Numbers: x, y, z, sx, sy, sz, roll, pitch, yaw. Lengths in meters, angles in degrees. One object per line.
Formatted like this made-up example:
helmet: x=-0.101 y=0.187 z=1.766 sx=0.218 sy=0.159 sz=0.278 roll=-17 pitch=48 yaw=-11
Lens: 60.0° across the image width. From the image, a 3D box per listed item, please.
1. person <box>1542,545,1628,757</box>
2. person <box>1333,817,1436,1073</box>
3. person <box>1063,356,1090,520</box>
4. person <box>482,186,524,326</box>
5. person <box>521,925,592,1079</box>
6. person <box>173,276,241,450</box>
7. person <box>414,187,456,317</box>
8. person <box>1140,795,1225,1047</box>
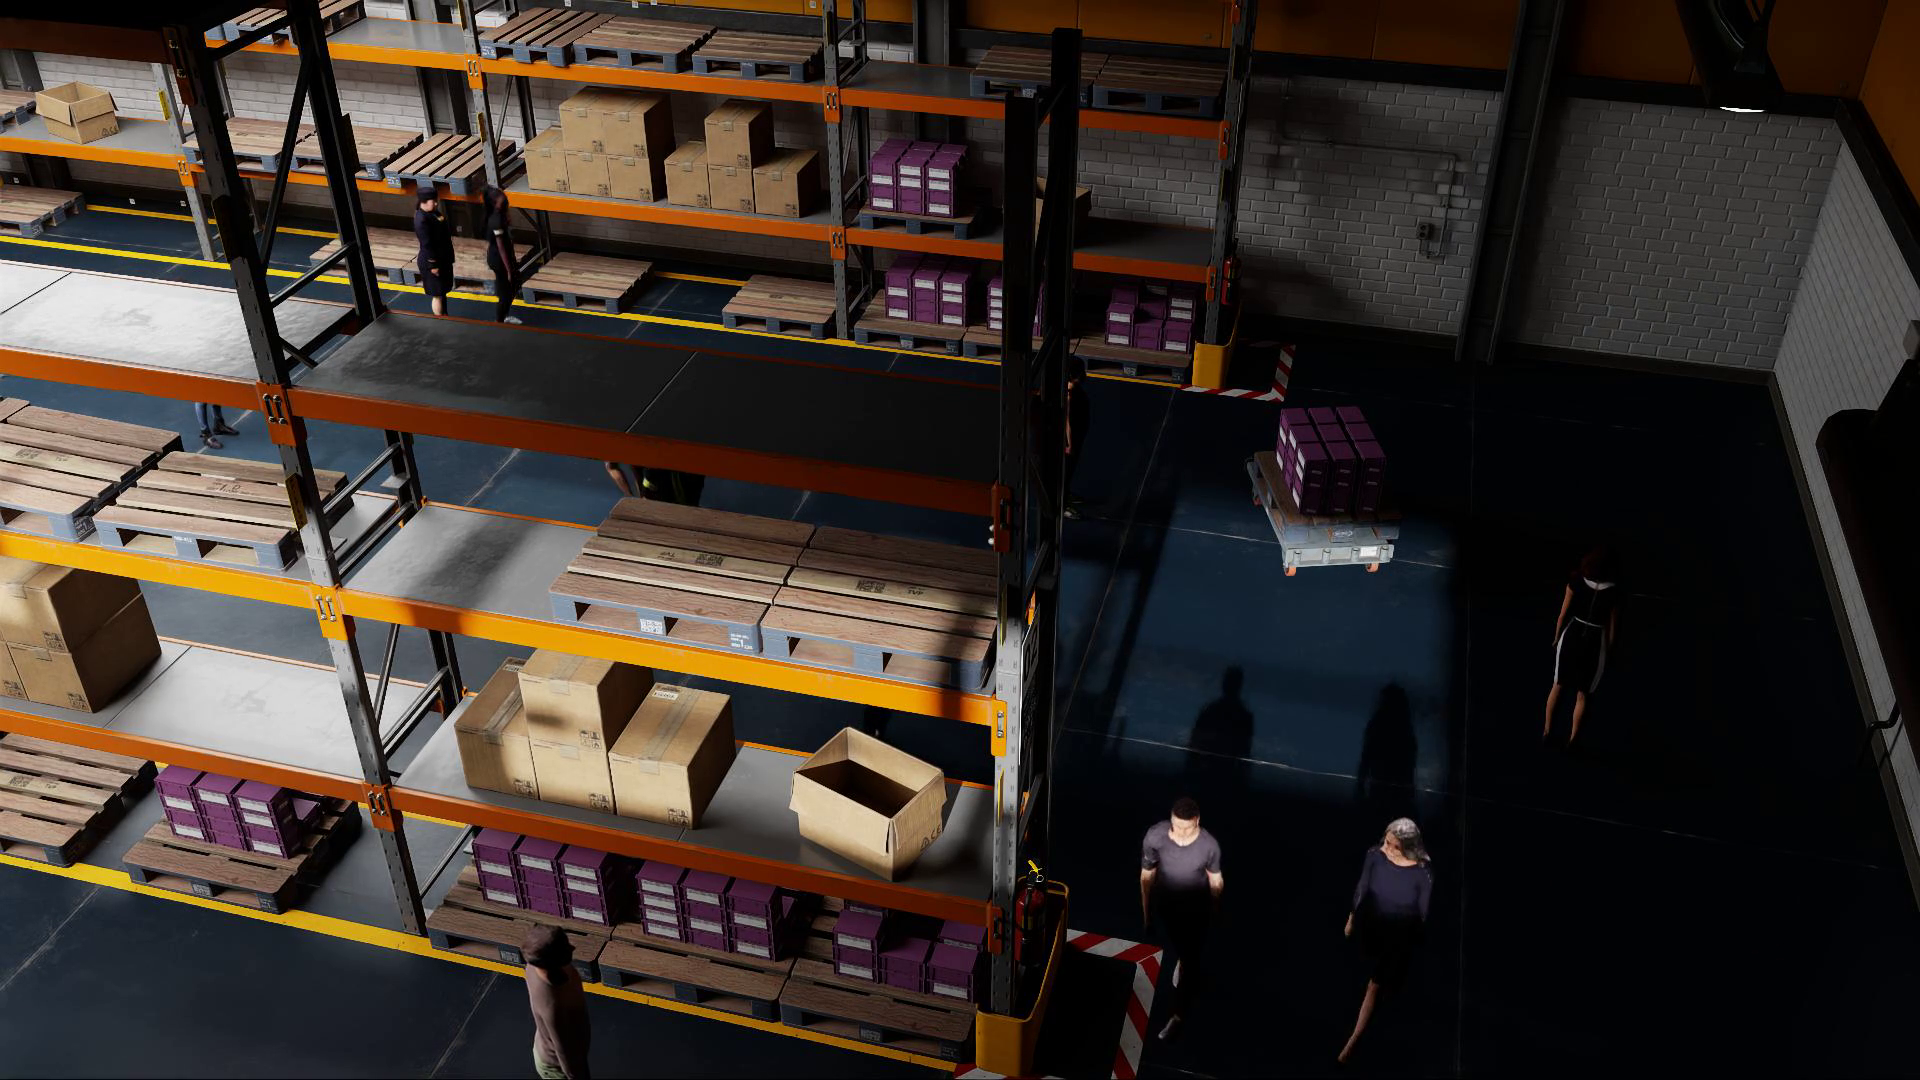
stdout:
person: x=4.521 y=0.807 z=12.085 sx=0.559 sy=1.795 sz=0.709 roll=21 pitch=39 yaw=29
person: x=2.592 y=2.285 z=9.957 sx=1.202 sy=1.690 sz=1.004 roll=24 pitch=41 yaw=32
person: x=1.000 y=-0.948 z=14.945 sx=0.521 sy=1.552 sz=0.551 roll=6 pitch=34 yaw=8
person: x=-4.961 y=-2.980 z=17.858 sx=0.742 sy=1.711 sz=0.741 roll=-11 pitch=35 yaw=-16
person: x=-2.149 y=2.787 z=9.034 sx=0.804 sy=1.875 sz=0.773 roll=-12 pitch=36 yaw=-18
person: x=-7.295 y=-1.725 z=15.962 sx=0.516 sy=1.721 sz=0.583 roll=10 pitch=35 yaw=15
person: x=-5.655 y=-3.000 z=17.926 sx=0.731 sy=1.669 sz=0.765 roll=-1 pitch=34 yaw=-1
person: x=1.360 y=2.149 z=10.138 sx=0.989 sy=1.715 sz=0.789 roll=10 pitch=35 yaw=15
